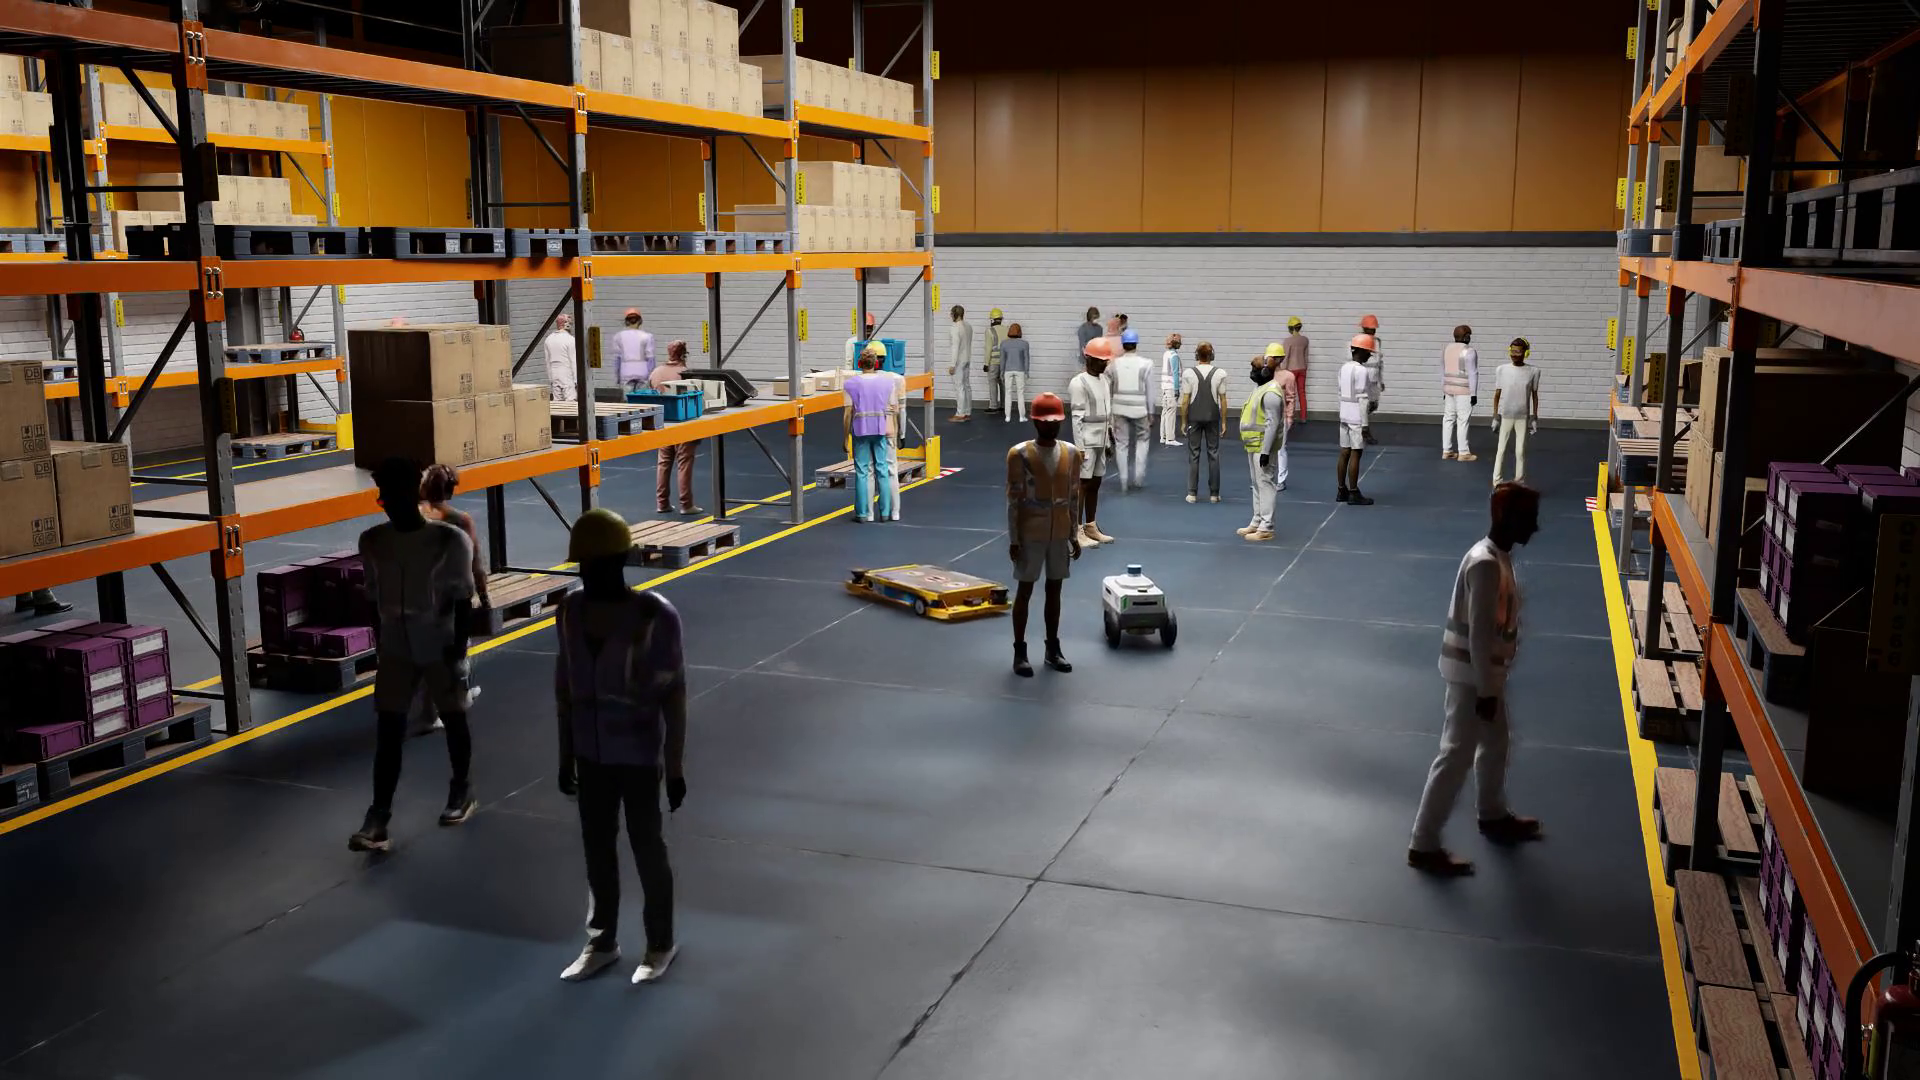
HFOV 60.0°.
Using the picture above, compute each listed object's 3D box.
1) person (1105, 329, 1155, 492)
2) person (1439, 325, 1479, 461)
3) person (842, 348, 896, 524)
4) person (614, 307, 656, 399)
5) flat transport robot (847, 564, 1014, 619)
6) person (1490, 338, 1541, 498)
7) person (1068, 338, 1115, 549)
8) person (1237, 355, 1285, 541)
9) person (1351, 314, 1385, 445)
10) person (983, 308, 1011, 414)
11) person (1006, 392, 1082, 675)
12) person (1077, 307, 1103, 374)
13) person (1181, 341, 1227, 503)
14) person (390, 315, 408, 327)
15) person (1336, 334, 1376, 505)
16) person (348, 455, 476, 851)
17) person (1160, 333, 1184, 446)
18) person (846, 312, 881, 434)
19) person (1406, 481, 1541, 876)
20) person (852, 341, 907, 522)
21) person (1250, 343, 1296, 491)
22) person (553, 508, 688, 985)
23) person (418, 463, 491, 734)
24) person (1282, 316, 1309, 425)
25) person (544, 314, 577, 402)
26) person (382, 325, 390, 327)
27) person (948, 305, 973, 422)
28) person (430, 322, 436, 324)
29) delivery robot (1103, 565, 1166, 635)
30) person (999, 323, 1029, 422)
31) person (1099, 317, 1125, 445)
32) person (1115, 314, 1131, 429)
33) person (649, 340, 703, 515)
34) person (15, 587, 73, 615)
[{"bbox_3d":[2.042,-1.549,19.850,0.633,1.926,0.667,3,10,16],"label":"person"},{"bbox_3d":[6.814,-2.000,22.644,0.429,1.845,0.621,-5,11,-28],"label":"person"},{"bbox_3d":[-0.948,-1.087,17.492,0.570,1.843,0.372,-3,10,-16],"label":"person"},{"bbox_3d":[-4.814,-2.432,24.619,0.670,2.005,0.663,0,10,0],"label":"person"},{"bbox_3d":[-0.258,0.399,13.556,0.652,0.197,1.431,-7,12,-36],"label":"flat transport robot"},{"bbox_3d":[6.406,-1.394,19.175,0.521,1.864,0.335,3,11,17],"label":"person"},{"bbox_3d":[1.304,-0.944,16.153,0.383,2.036,0.605,7,12,33],"label":"person"},{"bbox_3d":[2.989,-0.914,16.529,0.429,1.844,0.625,0,10,-2],"label":"person"},{"bbox_3d":[5.992,-2.384,24.609,0.560,1.917,0.663,-5,11,-27],"label":"person"},{"bbox_3d":[0.626,-3.106,28.894,0.601,1.831,0.404,-10,14,-43],"label":"person"},{"bbox_3d":[0.585,-0.044,11.356,0.547,1.938,0.377,-4,11,-20],"label":"person"},{"bbox_3d":[2.246,-2.919,27.660,0.844,1.894,0.643,9,14,43],"label":"person"},{"bbox_3d":[2.768,-1.334,18.890,0.513,1.842,0.325,1,10,5],"label":"person"},{"bbox_3d":[-7.538,-2.041,22.485,0.637,1.976,0.424,1,10,8],"label":"person"},{"bbox_3d":[4.487,-1.361,18.805,0.374,1.928,0.543,-3,10,-14],"label":"person"},{"bbox_3d":[-2.661,0.552,8.076,0.615,1.910,0.991,1,10,6],"label":"person"},{"bbox_3d":[3.102,-2.201,24.345,0.310,1.638,0.522,-2,10,-10],"label":"person"},{"bbox_3d":[-1.308,-2.192,23.292,0.612,1.996,0.388,-5,11,-25],"label":"person"},{"bbox_3d":[2.510,0.623,7.920,0.551,1.844,0.755,4,11,23],"label":"person"},{"bbox_3d":[-0.860,-1.148,17.636,0.587,1.918,0.405,-2,10,-11],"label":"person"},{"bbox_3d":[3.737,-1.463,19.829,0.523,1.769,0.322,9,13,41],"label":"person"},{"bbox_3d":[-1.361,0.816,6.569,0.594,1.925,0.384,4,11,23],"label":"person"},{"bbox_3d":[-3.116,0.332,10.179,0.545,1.599,0.809,4,11,23],"label":"person"},{"bbox_3d":[5.469,-2.770,27.198,0.532,1.766,0.328,-6,12,-29],"label":"person"},{"bbox_3d":[-5.827,-2.384,24.622,0.636,1.911,0.406,7,12,35],"label":"person"},{"bbox_3d":[-7.895,-2.028,22.893,0.482,1.818,0.938,7,12,33],"label":"person"},{"bbox_3d":[0.000,-2.928,27.603,0.354,1.936,0.635,5,11,26],"label":"person"},{"bbox_3d":[-7.088,-1.976,22.371,0.647,1.903,0.976,1,10,8],"label":"person"},{"bbox_3d":[1.289,0.427,12.334,0.477,0.478,0.707,-1,10,-7],"label":"delivery robot"},{"bbox_3d":[0.902,-2.770,27.565,0.501,1.633,0.283,2,10,11],"label":"person"},{"bbox_3d":[2.220,-2.289,24.171,0.652,1.885,0.658,5,11,26],"label":"person"},{"bbox_3d":[2.496,-2.617,26.119,0.569,1.845,0.522,4,11,23],"label":"person"},{"bbox_3d":[-3.062,-1.226,18.134,0.634,1.900,0.398,5,11,26],"label":"person"},{"bbox_3d":[-7.390,-0.319,13.204,0.590,1.833,0.404,6,12,32],"label":"person"}]
